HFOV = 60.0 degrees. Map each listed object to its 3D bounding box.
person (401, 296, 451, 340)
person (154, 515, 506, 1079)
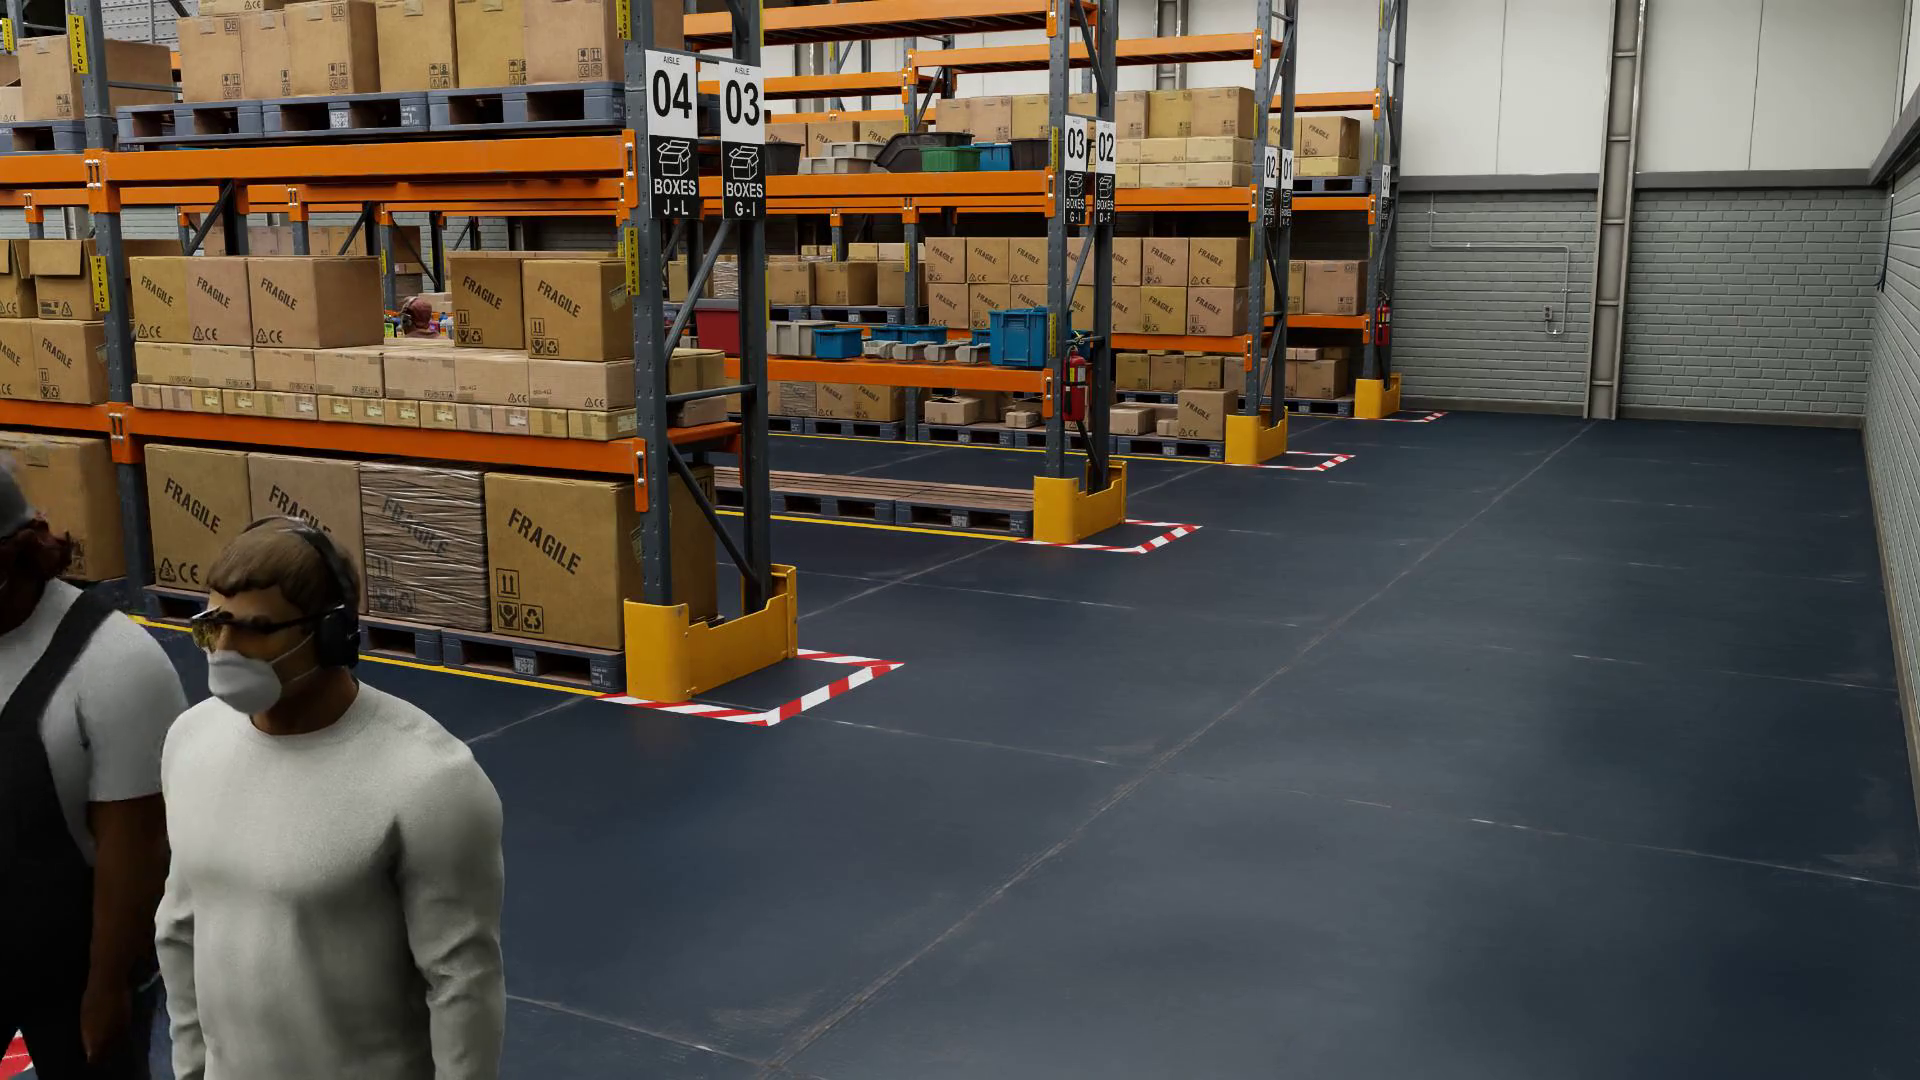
[{"bbox_3d":[-3.949,-0.827,12.209,0.408,1.913,0.642,6,12,29],"label":"person"},{"bbox_3d":[-1.001,0.915,2.630,0.627,1.940,0.372,4,11,21],"label":"person"}]
